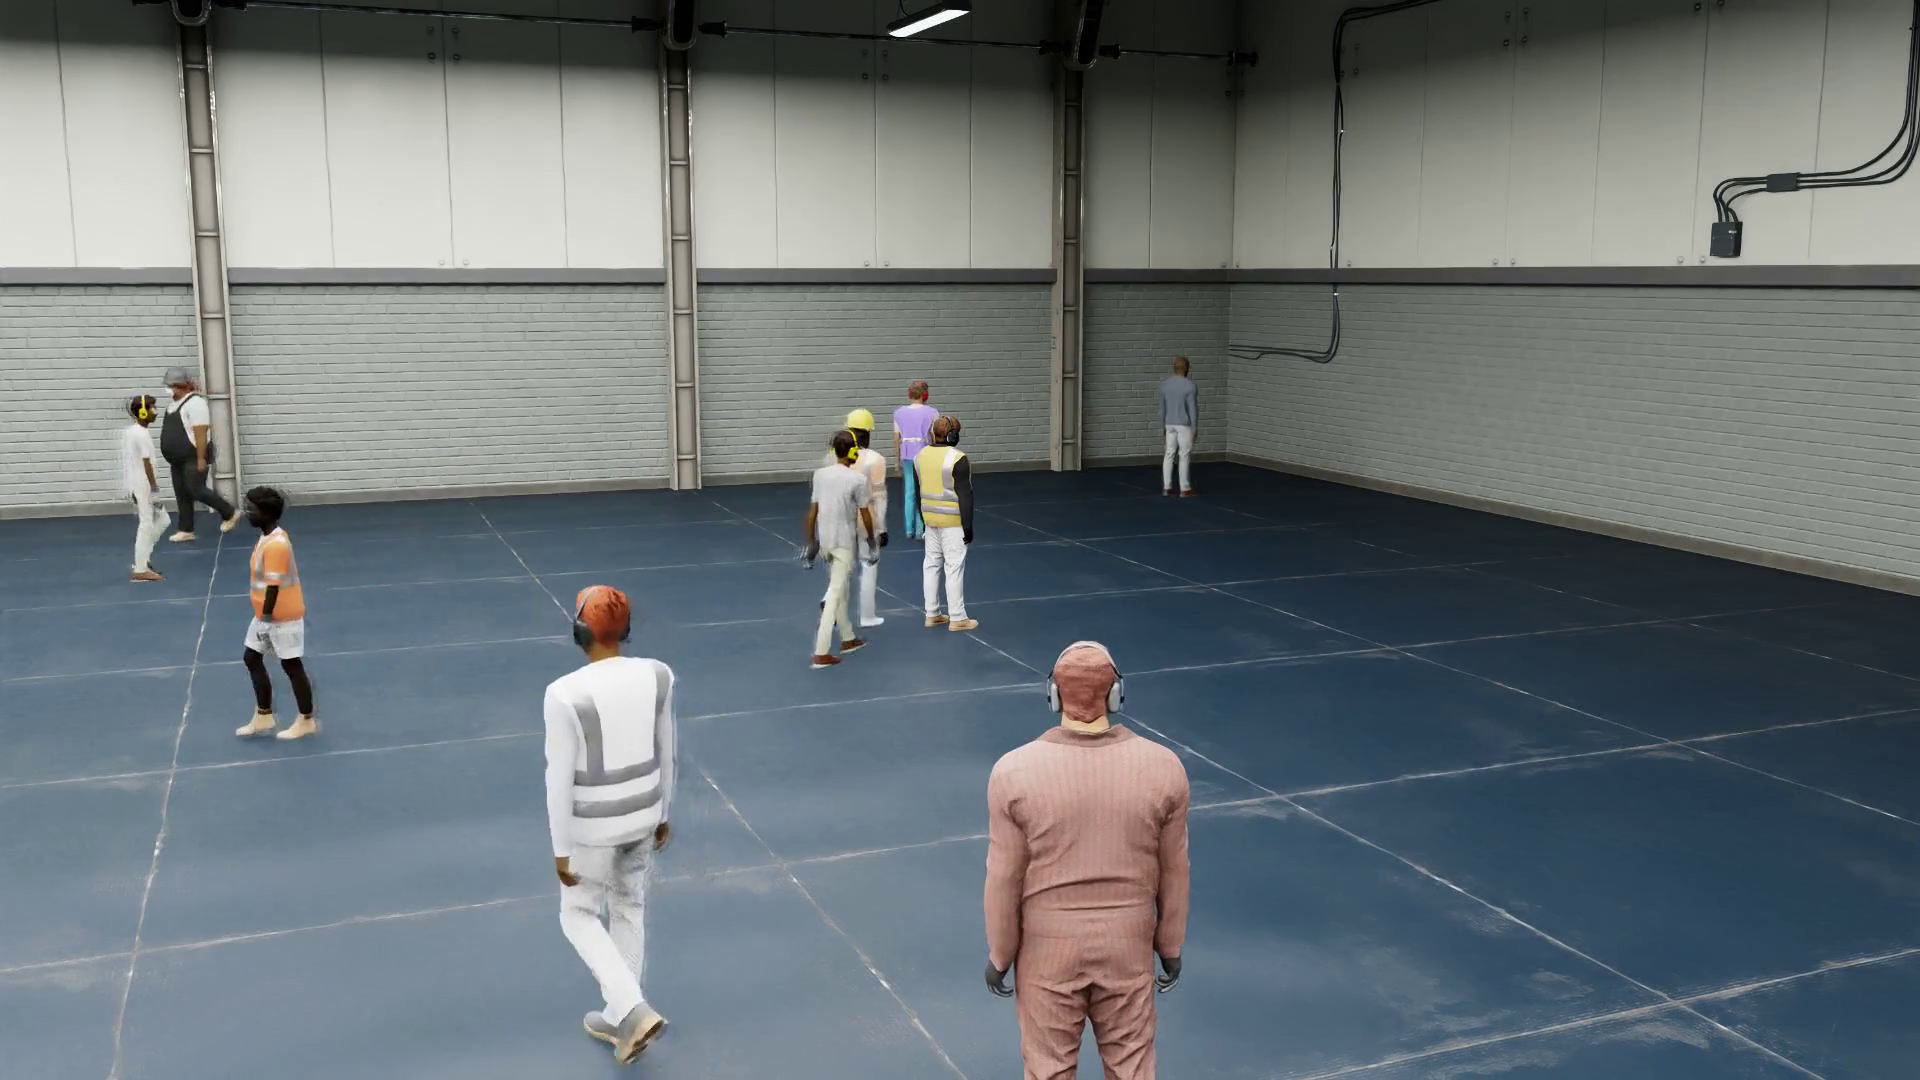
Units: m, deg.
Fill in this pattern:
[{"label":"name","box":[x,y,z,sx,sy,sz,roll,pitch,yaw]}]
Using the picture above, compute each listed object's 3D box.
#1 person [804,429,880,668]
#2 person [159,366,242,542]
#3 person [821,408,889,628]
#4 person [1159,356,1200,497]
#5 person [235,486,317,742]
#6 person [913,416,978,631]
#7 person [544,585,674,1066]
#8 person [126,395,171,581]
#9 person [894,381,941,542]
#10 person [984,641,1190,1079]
[{"label":"person","box":[-0.888,0.050,13.056,0.523,1.827,0.882,7,12,38]},{"label":"person","box":[-8.739,-1.000,18.993,0.698,2.000,0.744,7,11,38]},{"label":"person","box":[-0.898,-0.163,14.160,0.590,1.908,0.647,5,10,30]},{"label":"person","box":[3.008,-1.552,22.782,0.635,1.937,0.354,9,13,44]},{"label":"person","box":[-4.492,0.490,10.723,0.620,1.673,0.548,-5,10,-28]},{"label":"person","box":[-0.109,-0.146,14.257,0.625,1.844,0.429,9,12,43]},{"label":"person","box":[-1.304,1.097,6.372,0.582,1.866,0.561,-9,12,-43]},{"label":"person","box":[-8.051,-0.504,16.468,0.428,1.856,0.503,-5,10,-28]},{"label":"person","box":[-0.492,-0.879,19.013,0.566,1.844,0.677,4,10,24]},{"label":"person","box":[0.390,1.259,5.238,0.649,1.904,0.401,-1,9,-7]}]
